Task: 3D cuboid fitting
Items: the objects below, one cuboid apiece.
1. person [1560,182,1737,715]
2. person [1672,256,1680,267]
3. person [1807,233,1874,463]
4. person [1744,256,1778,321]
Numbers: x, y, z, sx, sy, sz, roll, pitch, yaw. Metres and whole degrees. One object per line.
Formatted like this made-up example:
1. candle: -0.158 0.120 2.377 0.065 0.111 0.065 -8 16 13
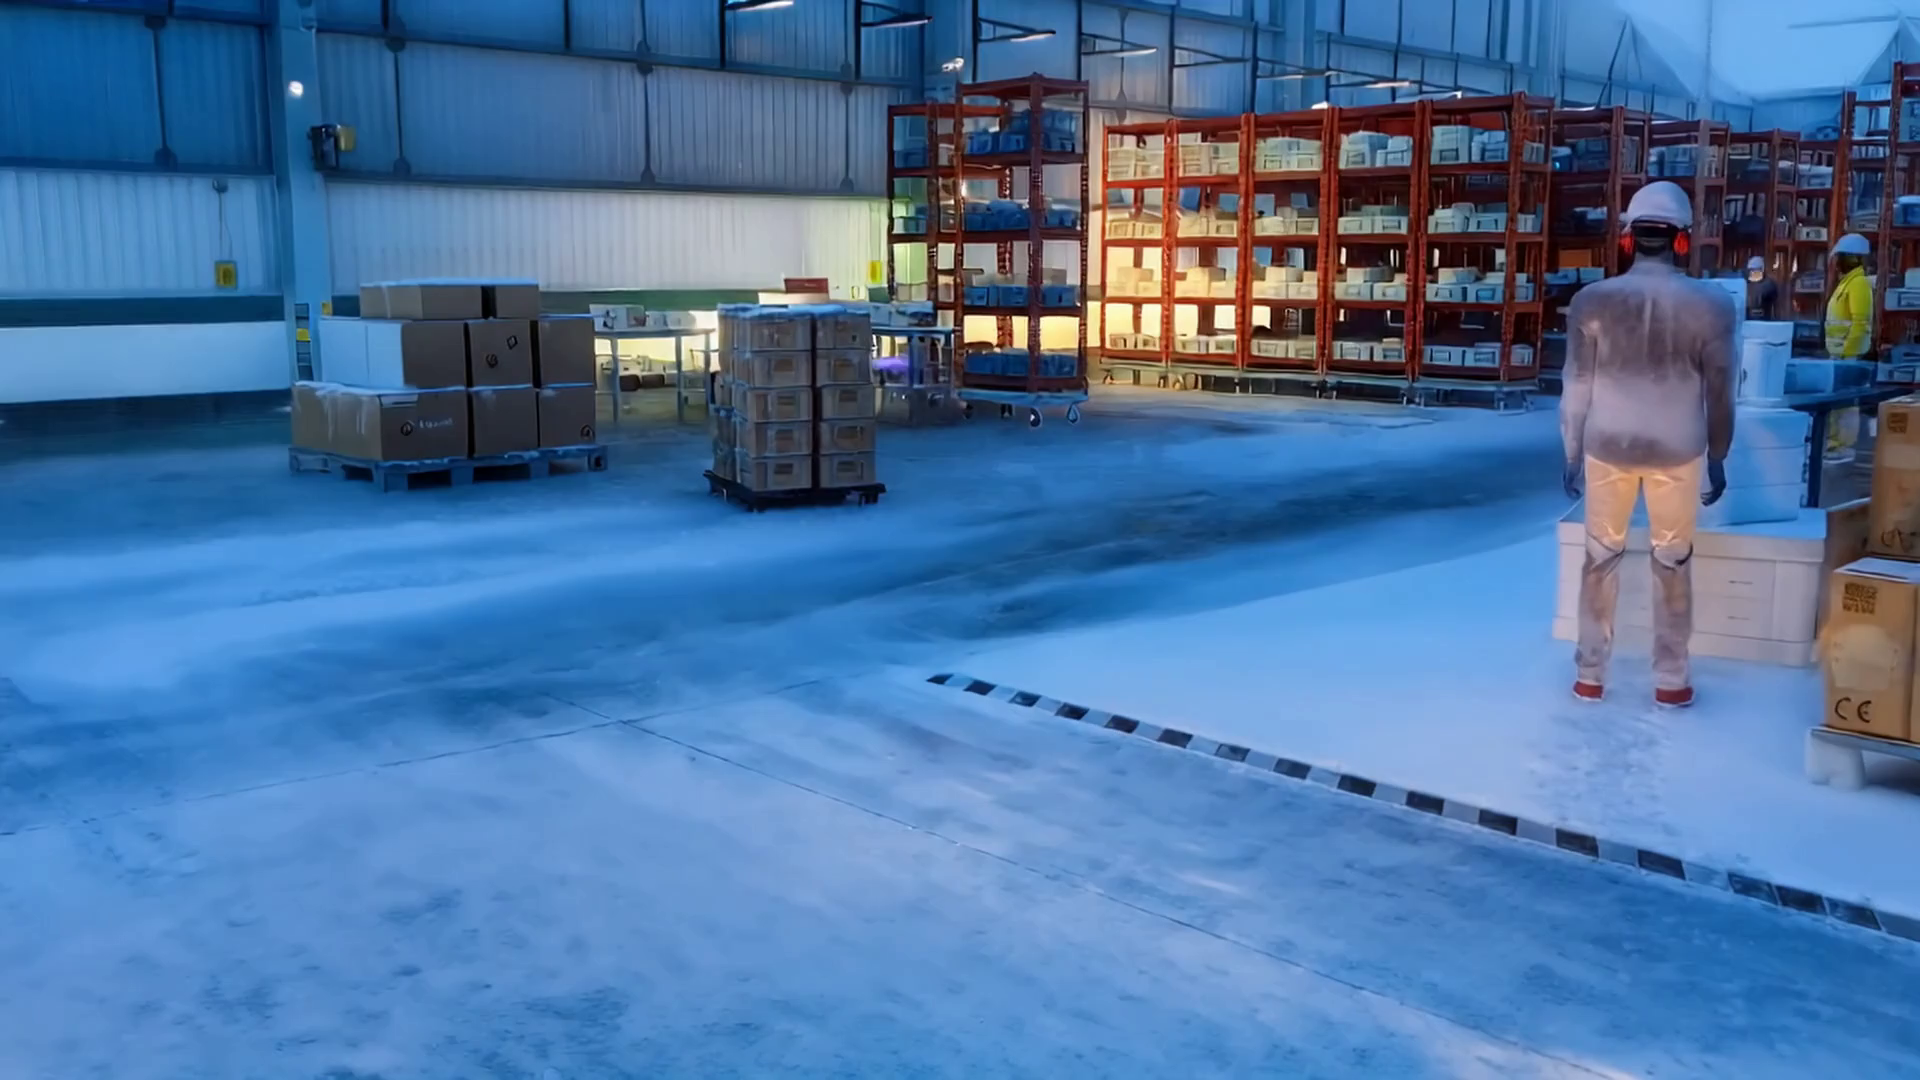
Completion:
1. person: 2.579 -0.333 6.273 0.612 1.995 0.376 4 10 24
2. person: 11.459 -3.678 26.868 0.549 1.827 0.605 8 12 38
3. person: 7.577 -1.636 14.238 0.386 1.950 0.608 3 10 15
4. person: 10.686 -2.931 22.485 0.766 1.796 0.618 -9 13 -42
